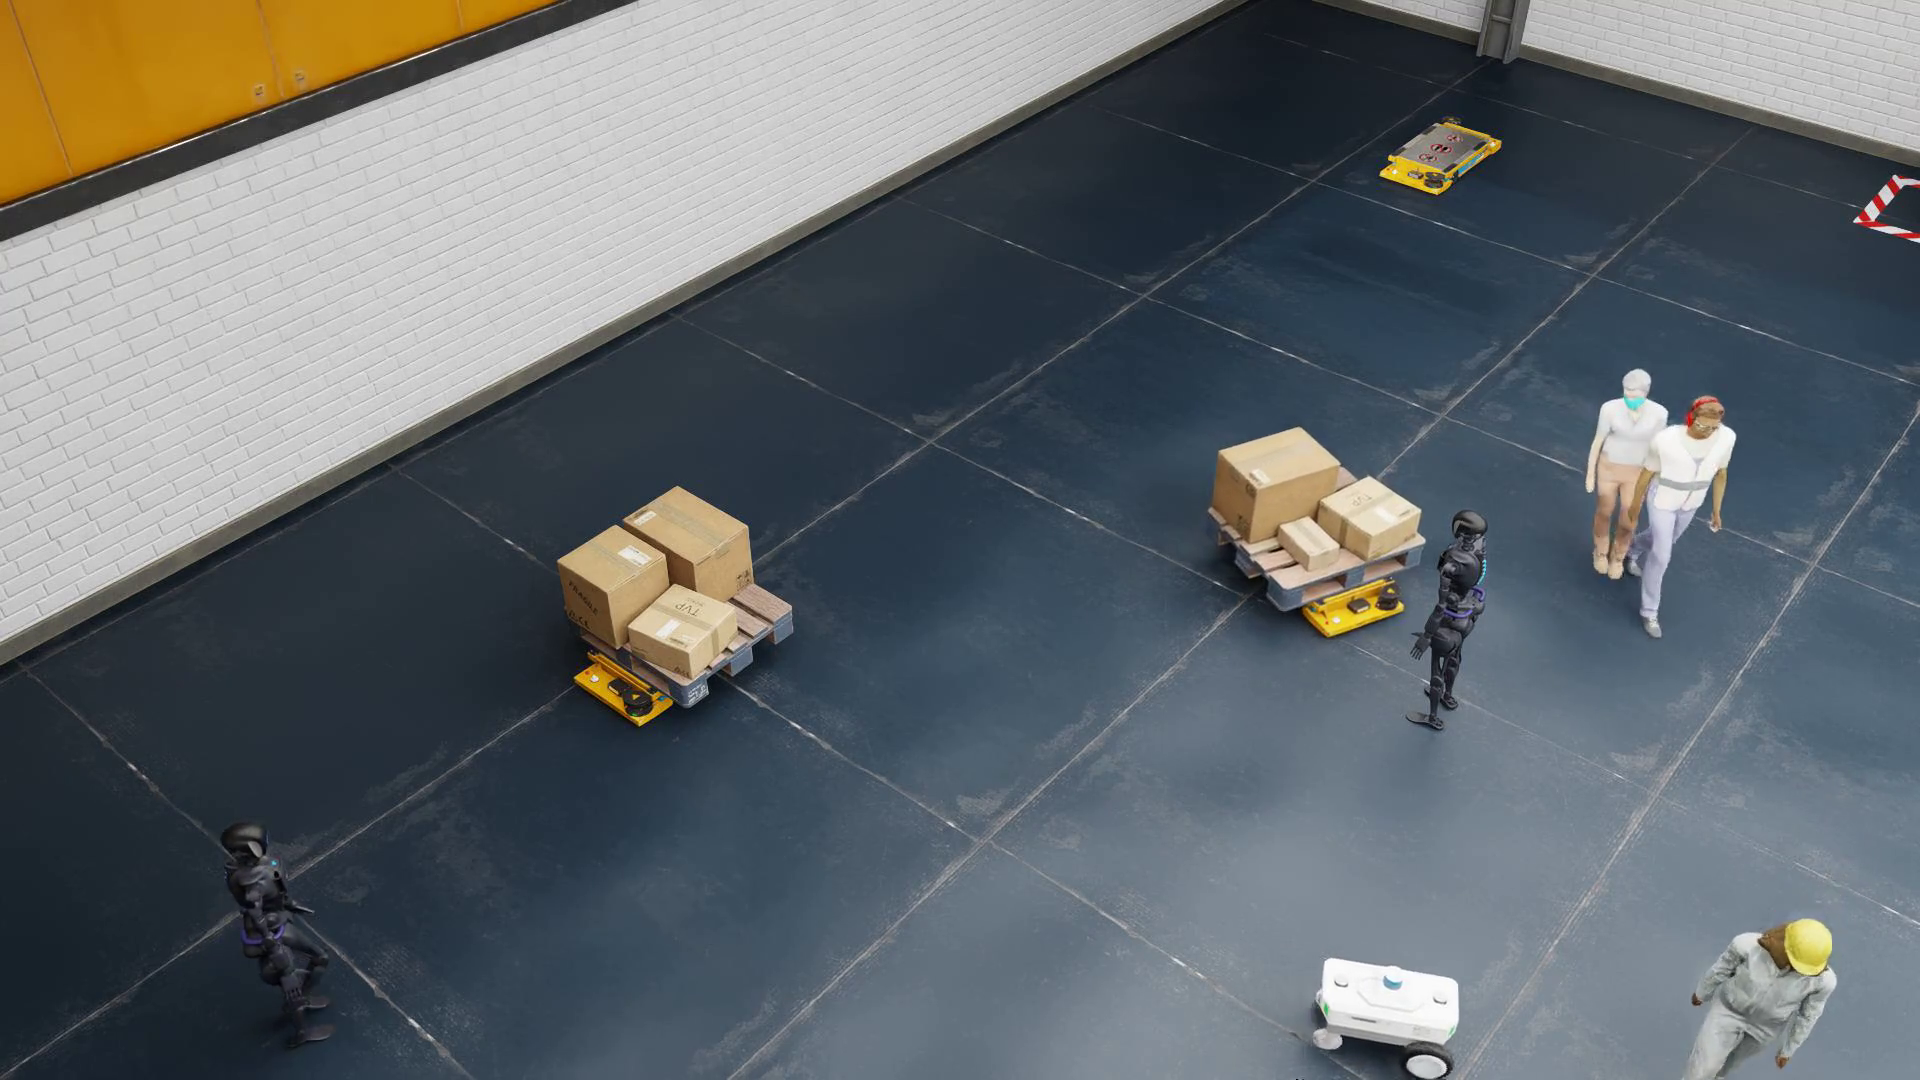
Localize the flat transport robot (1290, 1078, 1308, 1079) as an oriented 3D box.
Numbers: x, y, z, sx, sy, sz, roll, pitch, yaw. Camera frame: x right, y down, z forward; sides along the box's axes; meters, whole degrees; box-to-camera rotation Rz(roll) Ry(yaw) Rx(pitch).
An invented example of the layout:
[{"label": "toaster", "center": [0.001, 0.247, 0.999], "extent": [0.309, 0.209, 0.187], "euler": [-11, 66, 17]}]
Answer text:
[{"label": "flat transport robot", "center": [1.257, 3.200, 8.314], "extent": [1.431, 0.231, 0.659], "euler": [-13, 41, -15]}]

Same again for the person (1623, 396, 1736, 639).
[{"label": "person", "center": [4.869, -0.287, 11.418], "extent": [0.567, 1.806, 0.864], "euler": [-6, 39, -8]}]

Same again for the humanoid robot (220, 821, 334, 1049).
[{"label": "humanoid robot", "center": [-3.525, 2.048, 8.619], "extent": [0.335, 1.644, 0.589], "euler": [-12, 40, -15]}]

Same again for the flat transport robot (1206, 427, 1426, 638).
[{"label": "flat transport robot", "center": [2.537, 0.137, 12.117], "extent": [0.659, 0.231, 1.431], "euler": [-17, 42, -20]}]

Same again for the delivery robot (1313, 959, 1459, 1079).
[{"label": "delivery robot", "center": [2.313, 2.524, 8.939], "extent": [0.805, 0.612, 0.499], "euler": [8, 39, 9]}]

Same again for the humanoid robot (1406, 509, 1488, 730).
[{"label": "humanoid robot", "center": [3.107, 0.493, 10.541], "extent": [0.315, 1.657, 0.599], "euler": [28, 46, 30]}]

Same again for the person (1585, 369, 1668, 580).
[{"label": "person", "center": [4.653, -0.451, 11.692], "extent": [0.504, 1.717, 0.486], "euler": [11, 40, 14]}]

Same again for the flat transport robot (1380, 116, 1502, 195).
[{"label": "flat transport robot", "center": [4.999, -3.988, 17.237], "extent": [0.659, 0.231, 1.431], "euler": [28, 46, 30]}]

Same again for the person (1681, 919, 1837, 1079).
[{"label": "person", "center": [3.855, 2.410, 8.147], "extent": [0.528, 1.693, 0.776], "euler": [16, 42, 19]}]

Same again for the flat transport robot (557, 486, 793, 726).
[{"label": "flat transport robot", "center": [-1.887, 0.697, 11.421], "extent": [0.659, 0.231, 1.431], "euler": [28, 46, 30]}]
